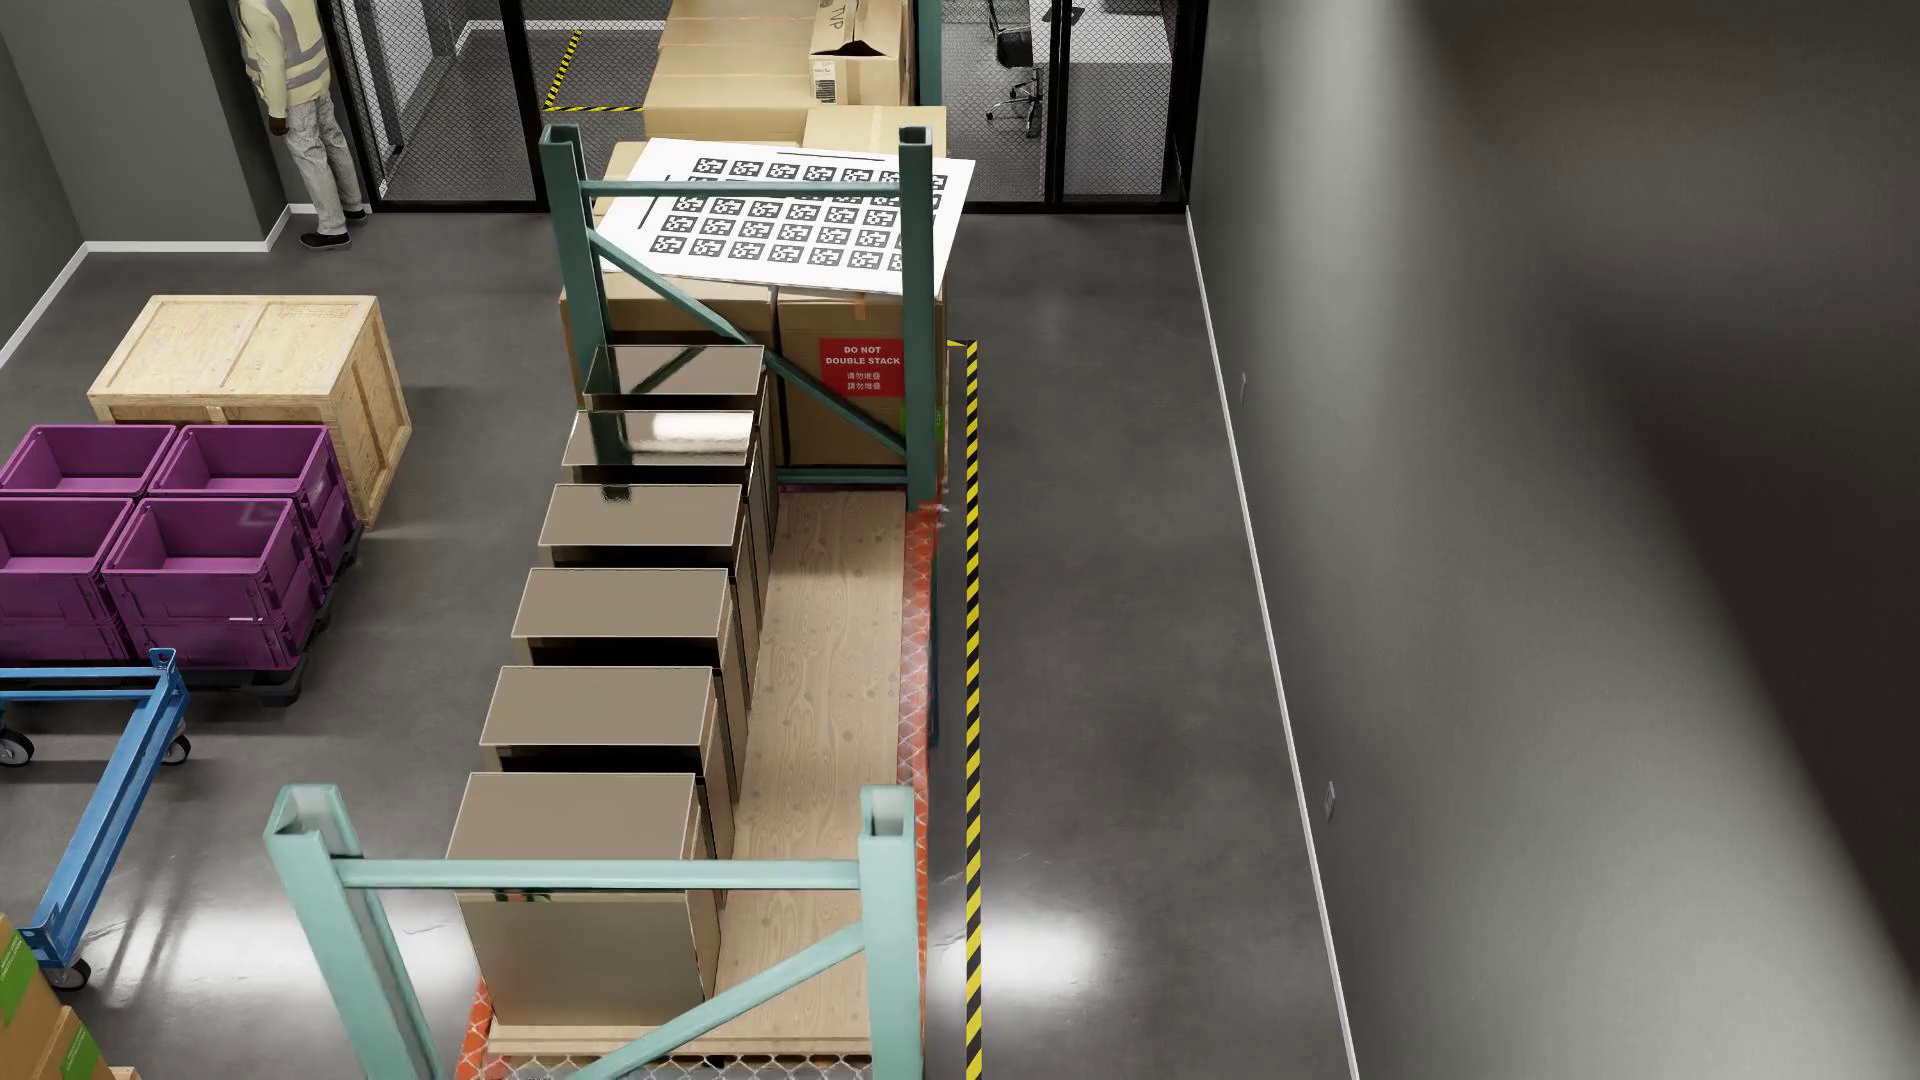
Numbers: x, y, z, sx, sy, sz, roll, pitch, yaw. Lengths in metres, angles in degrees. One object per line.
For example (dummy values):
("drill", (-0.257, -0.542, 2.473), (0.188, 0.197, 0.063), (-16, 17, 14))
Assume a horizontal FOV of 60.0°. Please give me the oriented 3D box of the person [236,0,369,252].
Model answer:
("person", (-3.491, -2.390, 8.697), (0.404, 1.829, 0.600), (5, 41, 6))
